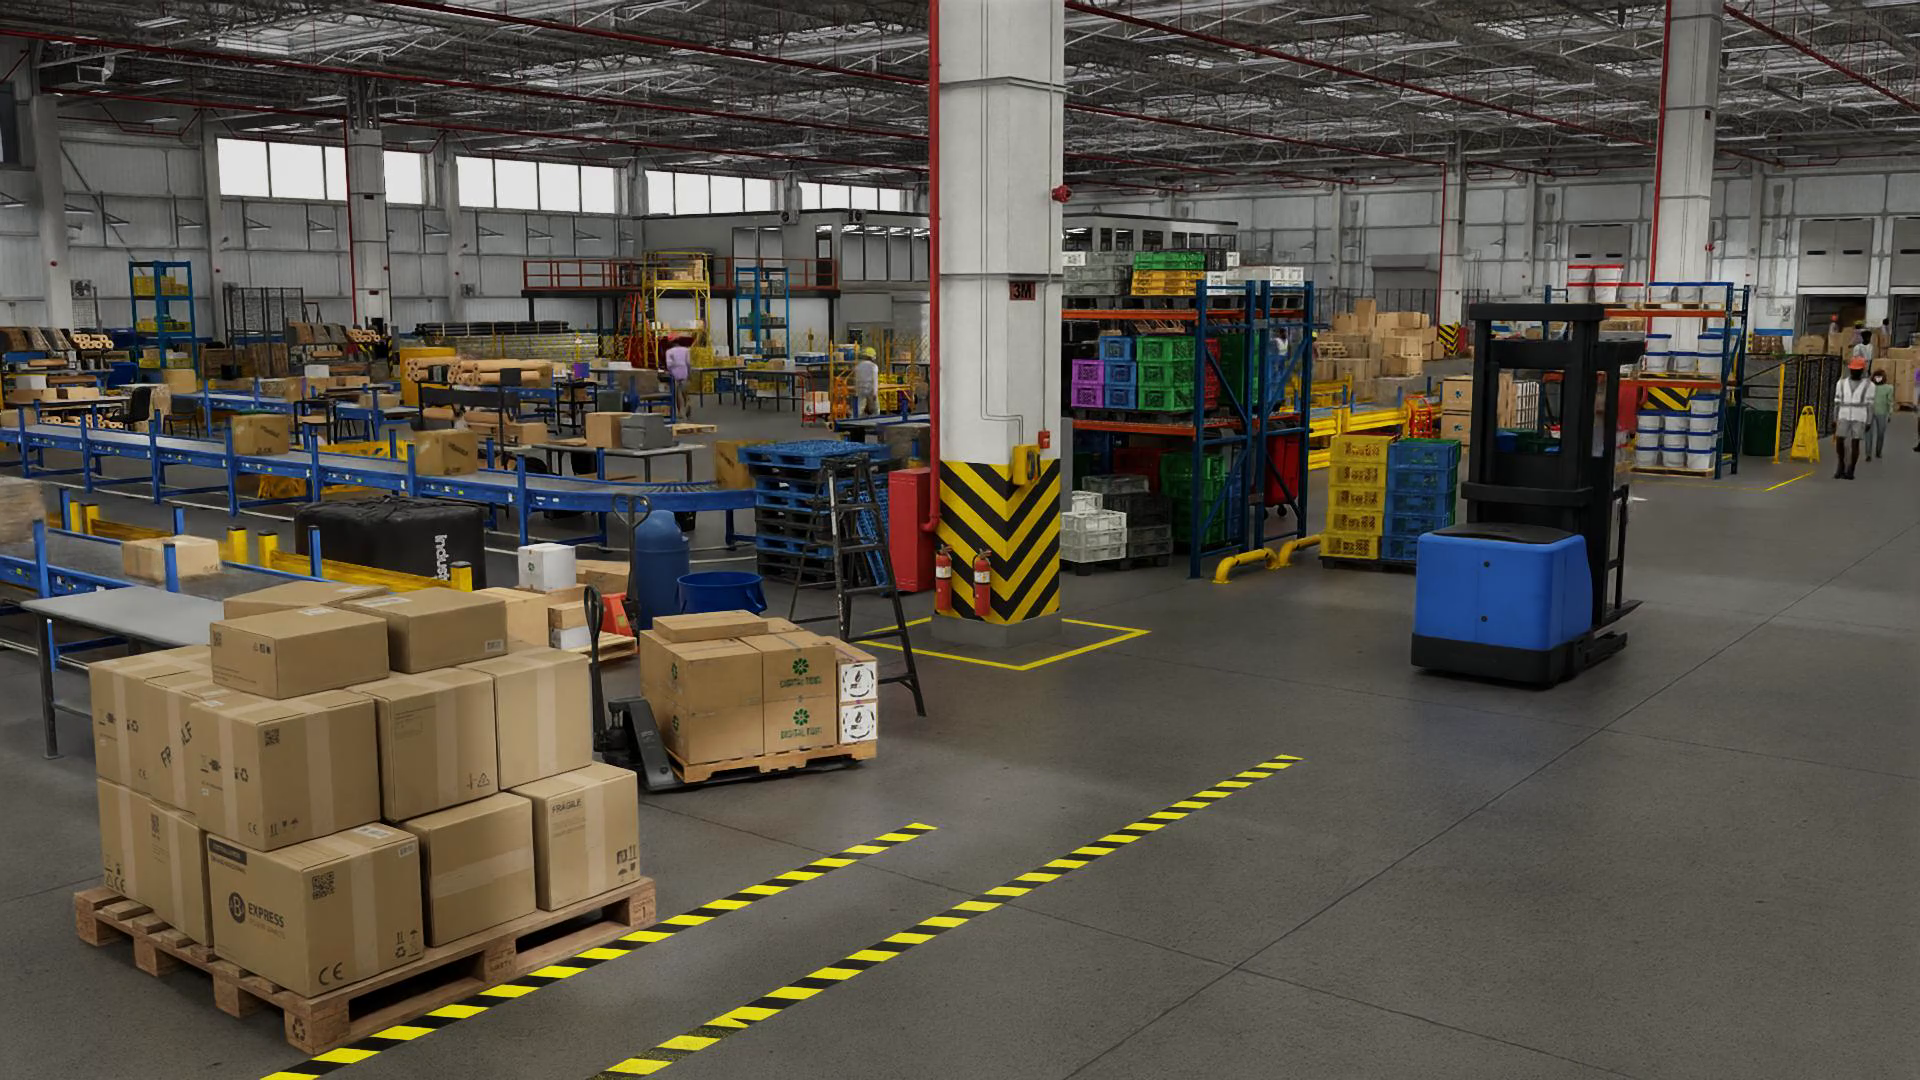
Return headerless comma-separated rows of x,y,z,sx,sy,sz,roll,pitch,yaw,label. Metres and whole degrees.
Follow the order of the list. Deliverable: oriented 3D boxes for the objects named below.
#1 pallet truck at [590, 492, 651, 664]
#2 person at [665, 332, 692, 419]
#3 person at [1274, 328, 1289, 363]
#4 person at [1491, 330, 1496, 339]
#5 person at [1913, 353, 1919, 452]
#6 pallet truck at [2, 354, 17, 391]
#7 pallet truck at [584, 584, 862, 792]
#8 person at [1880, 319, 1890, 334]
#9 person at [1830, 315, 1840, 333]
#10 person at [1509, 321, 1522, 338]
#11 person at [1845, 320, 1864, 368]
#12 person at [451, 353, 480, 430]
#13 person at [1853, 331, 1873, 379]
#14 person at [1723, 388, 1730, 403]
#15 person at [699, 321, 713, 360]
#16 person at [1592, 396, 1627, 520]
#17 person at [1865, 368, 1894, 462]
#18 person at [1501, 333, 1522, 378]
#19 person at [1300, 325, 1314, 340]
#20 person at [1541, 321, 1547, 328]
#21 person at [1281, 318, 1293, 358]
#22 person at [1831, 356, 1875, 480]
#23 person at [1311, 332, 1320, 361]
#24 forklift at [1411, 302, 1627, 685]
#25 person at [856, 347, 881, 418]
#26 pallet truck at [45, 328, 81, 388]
-3.115,0.344,12.883,0.653,1.274,1.630,7,11,37,pallet truck
-6.425,-3.764,38.173,0.653,2.017,0.664,-5,10,-33,person
9.543,-5.291,48.945,0.592,1.868,0.993,-6,10,-36,person
17.104,-5.896,53.532,0.484,1.713,0.811,0,8,3,person
17.560,-2.524,30.139,0.563,1.914,0.606,0,8,-2,person
-24.881,-4.417,42.634,1.885,1.965,0.823,8,11,41,pallet truck
-1.426,0.805,10.019,1.601,1.201,0.680,-4,9,-26,pallet truck
38.776,-8.367,69.785,0.429,1.842,0.630,3,9,20,person
37.798,-8.728,71.874,0.709,1.963,0.566,-8,11,-42,person
25.547,-9.382,76.511,0.622,1.879,1.028,4,10,28,person
34.818,-7.588,64.402,0.966,1.887,0.598,0,8,3,person
-8.718,-2.370,29.333,1.008,1.869,0.650,-7,11,-39,person
23.103,-4.381,42.571,0.619,1.953,0.393,-4,9,-26,person
19.816,-4.499,43.757,0.993,1.820,0.541,3,9,22,person
-10.257,-7.904,66.832,0.970,1.794,0.511,6,10,33,person
8.051,-1.010,20.936,0.508,1.613,0.643,-6,11,-37,person
15.741,-2.143,28.594,0.508,1.622,0.367,5,10,29,person
14.016,-4.325,42.412,0.907,1.894,0.590,-5,10,-31,person
15.943,-9.347,76.341,0.590,1.863,0.679,0,8,-3,person
24.266,-8.252,69.024,0.429,1.841,0.637,-4,9,-24,person
14.390,-8.904,73.150,0.556,1.917,0.601,2,9,16,person
13.801,-1.875,25.754,0.581,1.917,0.607,7,11,39,person
10.375,-5.237,48.944,0.524,1.769,0.309,8,12,44,person
4.379,-0.438,12.852,1.129,2.768,1.873,7,11,37,forklift
-1.903,-3.073,34.304,0.601,1.788,0.925,6,11,36,person
-23.775,-4.544,43.495,1.885,1.965,0.823,6,10,35,pallet truck
